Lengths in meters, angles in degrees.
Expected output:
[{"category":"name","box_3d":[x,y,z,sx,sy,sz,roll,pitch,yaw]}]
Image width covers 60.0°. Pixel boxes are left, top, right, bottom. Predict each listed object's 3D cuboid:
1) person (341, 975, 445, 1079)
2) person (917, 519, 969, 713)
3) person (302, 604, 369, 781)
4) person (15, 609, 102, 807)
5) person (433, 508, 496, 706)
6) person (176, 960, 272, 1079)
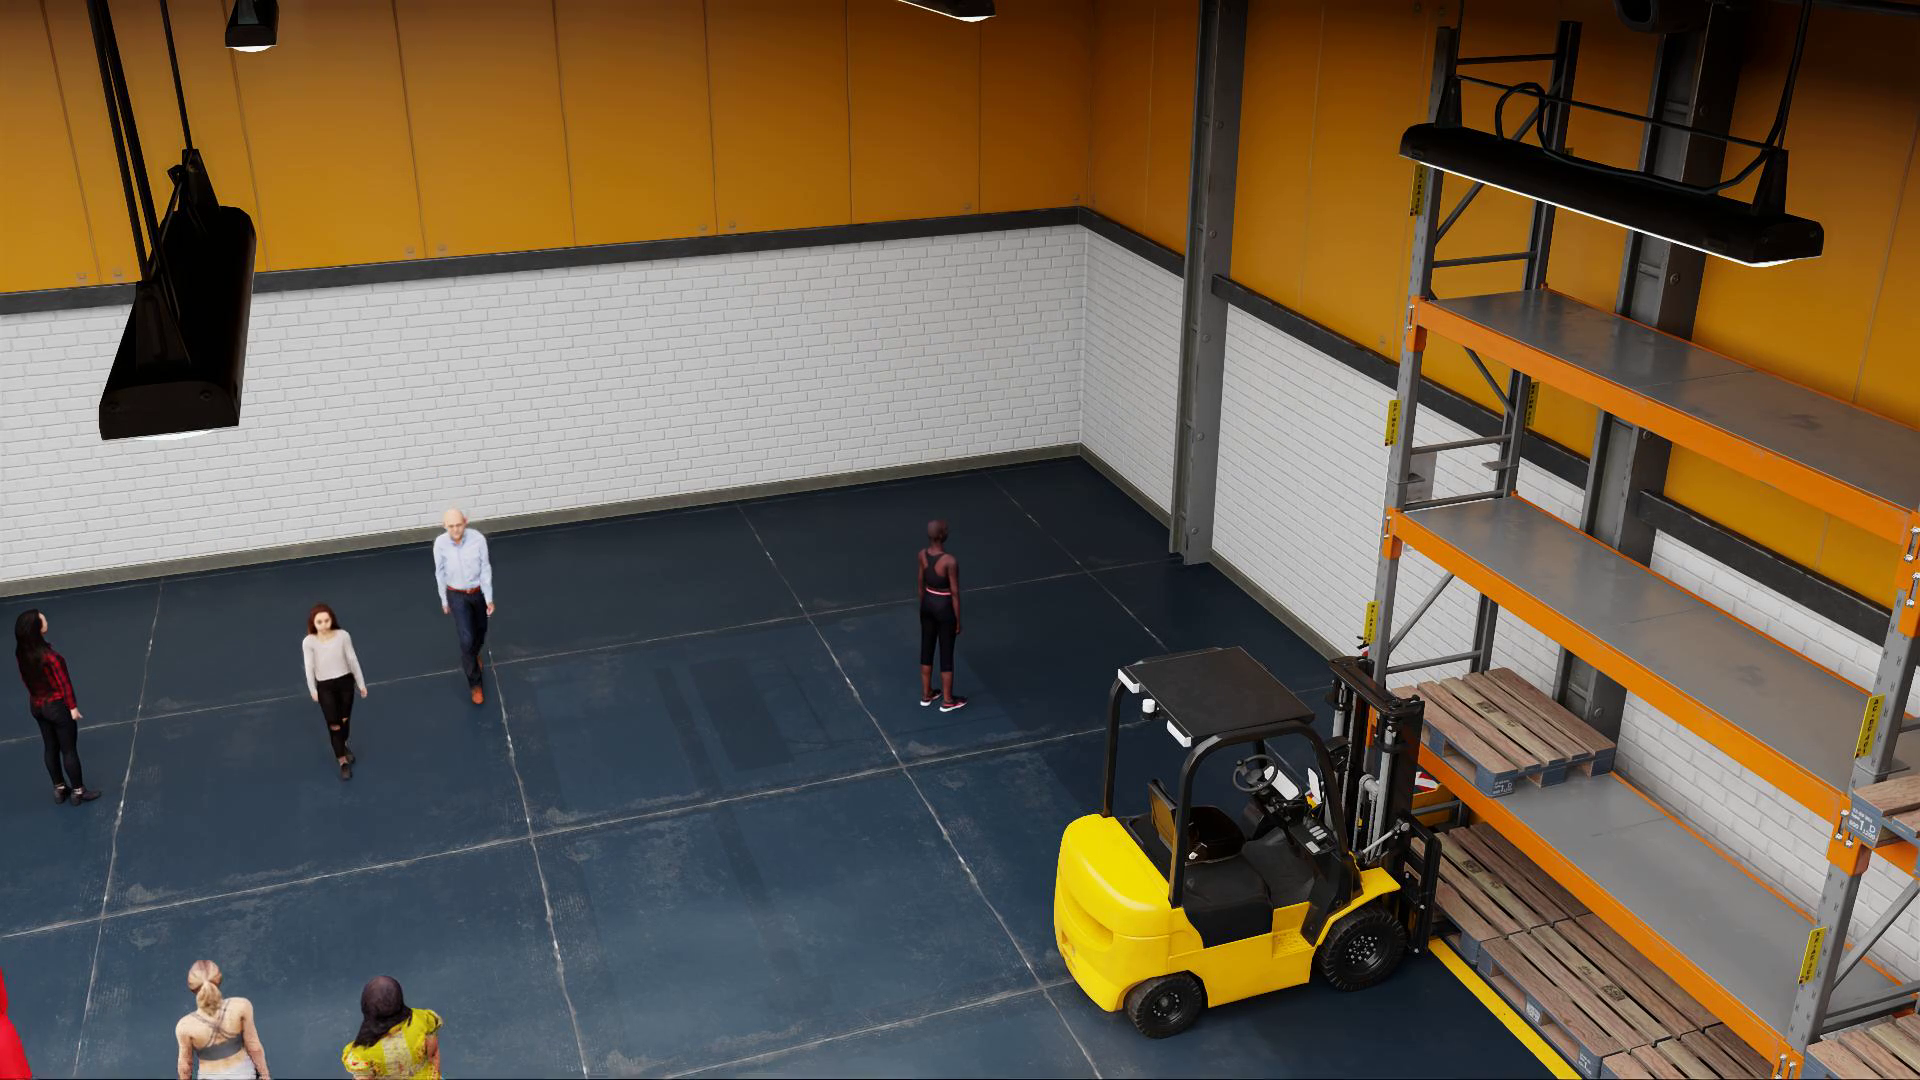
[{"category":"person","box_3d":[-2.960,3.068,8.914,0.966,1.644,1.143,-17,29,-34]},{"category":"person","box_3d":[-0.197,0.636,14.336,0.638,1.757,0.729,17,29,33]},{"category":"person","box_3d":[-5.092,1.158,13.510,0.679,1.464,0.869,-16,28,-32]},{"category":"person","box_3d":[-7.064,1.307,12.926,0.658,1.658,0.701,8,25,19]},{"category":"person","box_3d":[-4.339,0.497,14.657,0.657,1.756,1.151,-10,25,-21]},{"category":"person","box_3d":[-3.913,3.048,8.947,0.803,1.655,1.215,-16,28,-32]}]
